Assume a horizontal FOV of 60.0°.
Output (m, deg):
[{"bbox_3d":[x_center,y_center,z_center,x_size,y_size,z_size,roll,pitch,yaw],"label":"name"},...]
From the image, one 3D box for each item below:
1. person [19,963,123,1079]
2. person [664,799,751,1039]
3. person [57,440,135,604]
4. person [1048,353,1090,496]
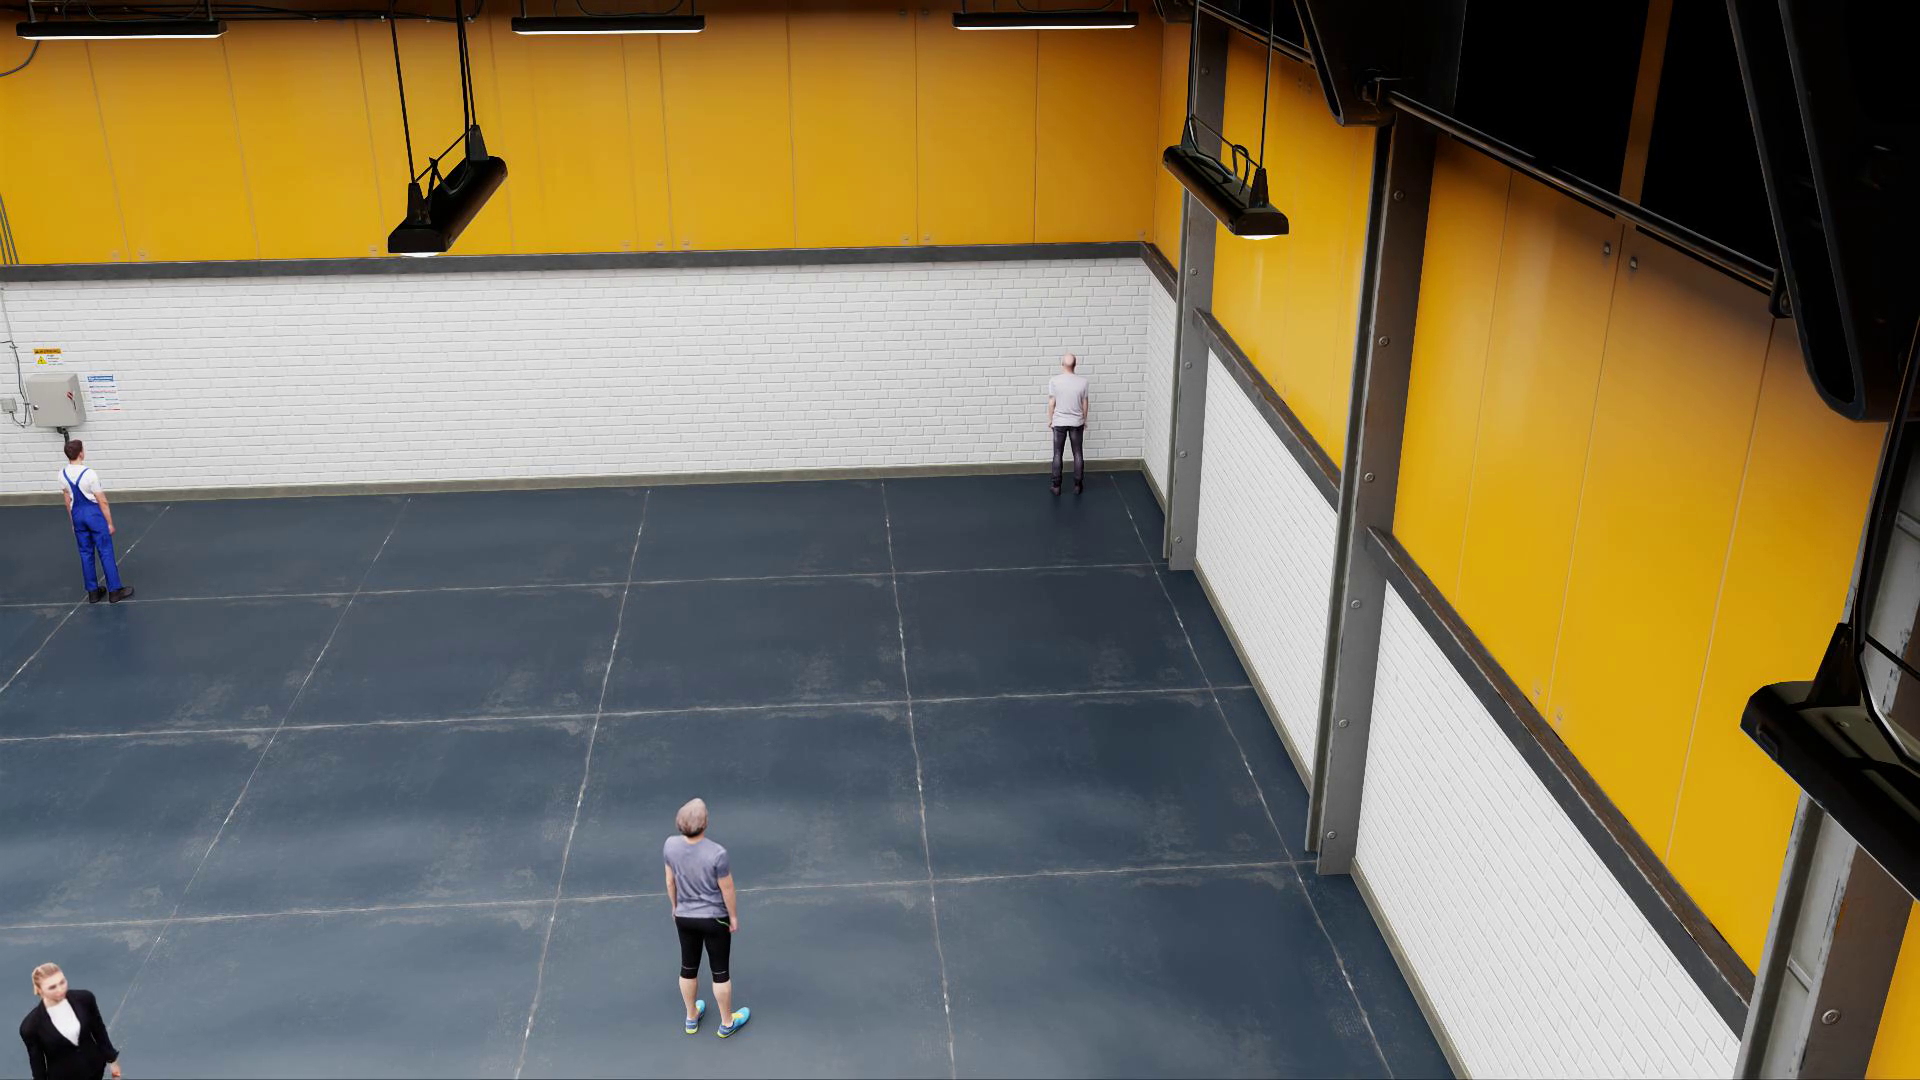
[{"bbox_3d":[-5.484,3.295,10.265,1.074,1.661,1.084,14,27,30],"label":"person"},{"bbox_3d":[-1.783,2.617,11.533,0.732,1.889,0.712,7,24,15],"label":"person"},{"bbox_3d":[-9.446,-0.207,18.041,0.661,1.850,0.617,2,24,4],"label":"person"},{"bbox_3d":[1.353,-1.469,20.952,0.665,1.831,0.566,-1,24,-2],"label":"person"}]
